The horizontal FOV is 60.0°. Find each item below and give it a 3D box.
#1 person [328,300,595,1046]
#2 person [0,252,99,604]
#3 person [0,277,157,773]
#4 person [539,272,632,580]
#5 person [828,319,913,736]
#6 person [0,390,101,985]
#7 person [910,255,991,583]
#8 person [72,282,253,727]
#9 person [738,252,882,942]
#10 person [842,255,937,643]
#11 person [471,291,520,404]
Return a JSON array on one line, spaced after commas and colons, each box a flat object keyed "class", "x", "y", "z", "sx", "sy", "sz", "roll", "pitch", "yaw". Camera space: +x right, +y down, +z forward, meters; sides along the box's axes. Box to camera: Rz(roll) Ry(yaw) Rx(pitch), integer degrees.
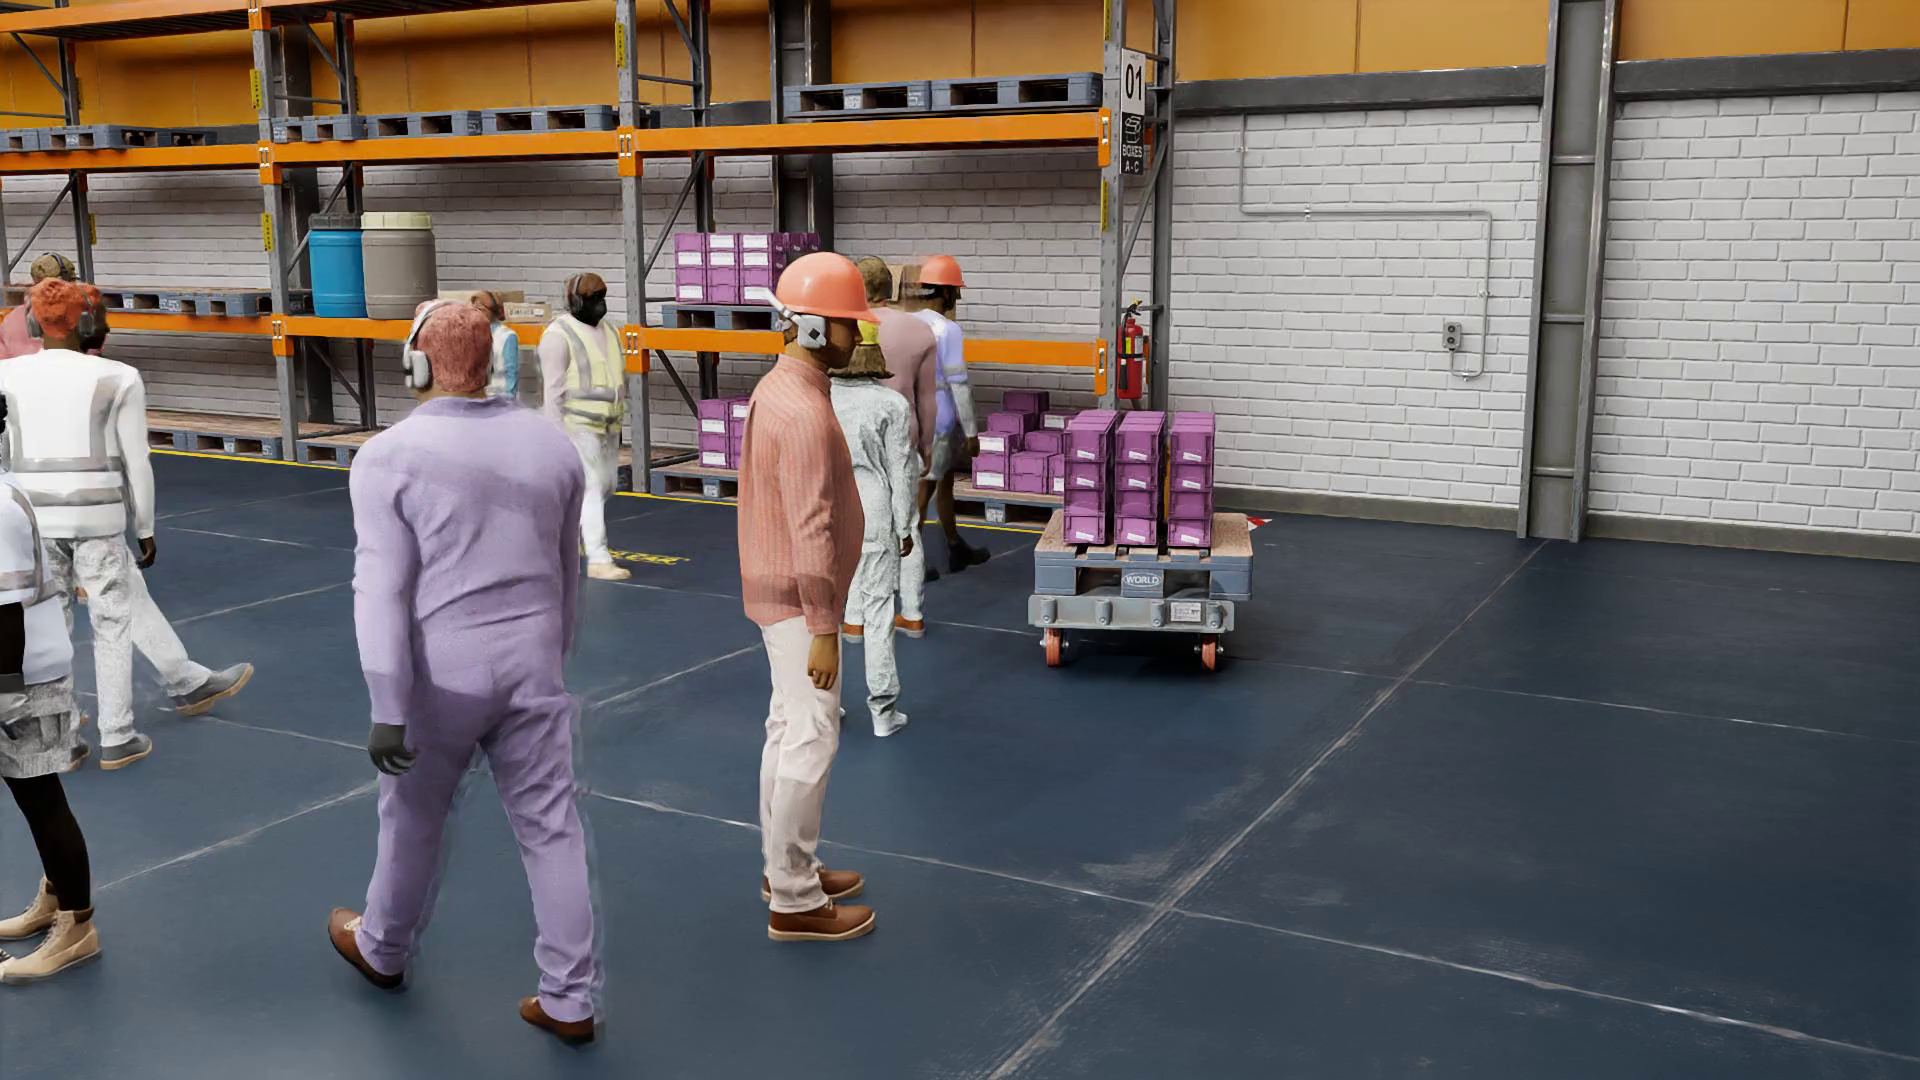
[{"class": "person", "x": -1.293, "y": 0.325, "z": 4.284, "sx": 0.971, "sy": 1.857, "sz": 0.677, "roll": 10, "pitch": 14, "yaw": 43}, {"class": "person", "x": -4.966, "y": -0.611, "z": 9.200, "sx": 0.635, "sy": 1.937, "sz": 0.354, "roll": 3, "pitch": 11, "yaw": 16}, {"class": "person", "x": -3.357, "y": -0.051, "z": 6.309, "sx": 0.584, "sy": 1.871, "sz": 0.387, "roll": -3, "pitch": 11, "yaw": -14}, {"class": "person", "x": -2.285, "y": -0.686, "z": 9.968, "sx": 0.739, "sy": 1.824, "sz": 0.635, "roll": 5, "pitch": 12, "yaw": 27}, {"class": "person", "x": -0.417, "y": -0.070, "z": 6.795, "sx": 0.485, "sy": 1.738, "sz": 0.320, "roll": 3, "pitch": 11, "yaw": 18}, {"class": "person", "x": -2.621, "y": 0.363, "z": 4.568, "sx": 0.323, "sy": 1.690, "sz": 0.547, "roll": -8, "pitch": 13, "yaw": -36}, {"class": "person", "x": -0.049, "y": -0.702, "z": 9.773, "sx": 0.865, "sy": 1.903, "sz": 0.583, "roll": -7, "pitch": 12, "yaw": -32}, {"class": "person", "x": -3.510, "y": -0.136, "z": 6.856, "sx": 0.972, "sy": 1.834, "sz": 0.589, "roll": -7, "pitch": 13, "yaw": -34}, {"class": "person", "x": -0.426, "y": 0.174, "z": 4.790, "sx": 0.410, "sy": 1.982, "sz": 0.626, "roll": -2, "pitch": 11, "yaw": -13}, {"class": "person", "x": -0.419, "y": -0.447, "z": 8.325, "sx": 0.634, "sy": 1.933, "sz": 0.374, "roll": -3, "pitch": 11, "yaw": -16}, {"class": "person", "x": -3.387, "y": -0.993, "z": 12.142, "sx": 0.508, "sy": 1.632, "sz": 0.311, "roll": 7, "pitch": 12, "yaw": 33}]
